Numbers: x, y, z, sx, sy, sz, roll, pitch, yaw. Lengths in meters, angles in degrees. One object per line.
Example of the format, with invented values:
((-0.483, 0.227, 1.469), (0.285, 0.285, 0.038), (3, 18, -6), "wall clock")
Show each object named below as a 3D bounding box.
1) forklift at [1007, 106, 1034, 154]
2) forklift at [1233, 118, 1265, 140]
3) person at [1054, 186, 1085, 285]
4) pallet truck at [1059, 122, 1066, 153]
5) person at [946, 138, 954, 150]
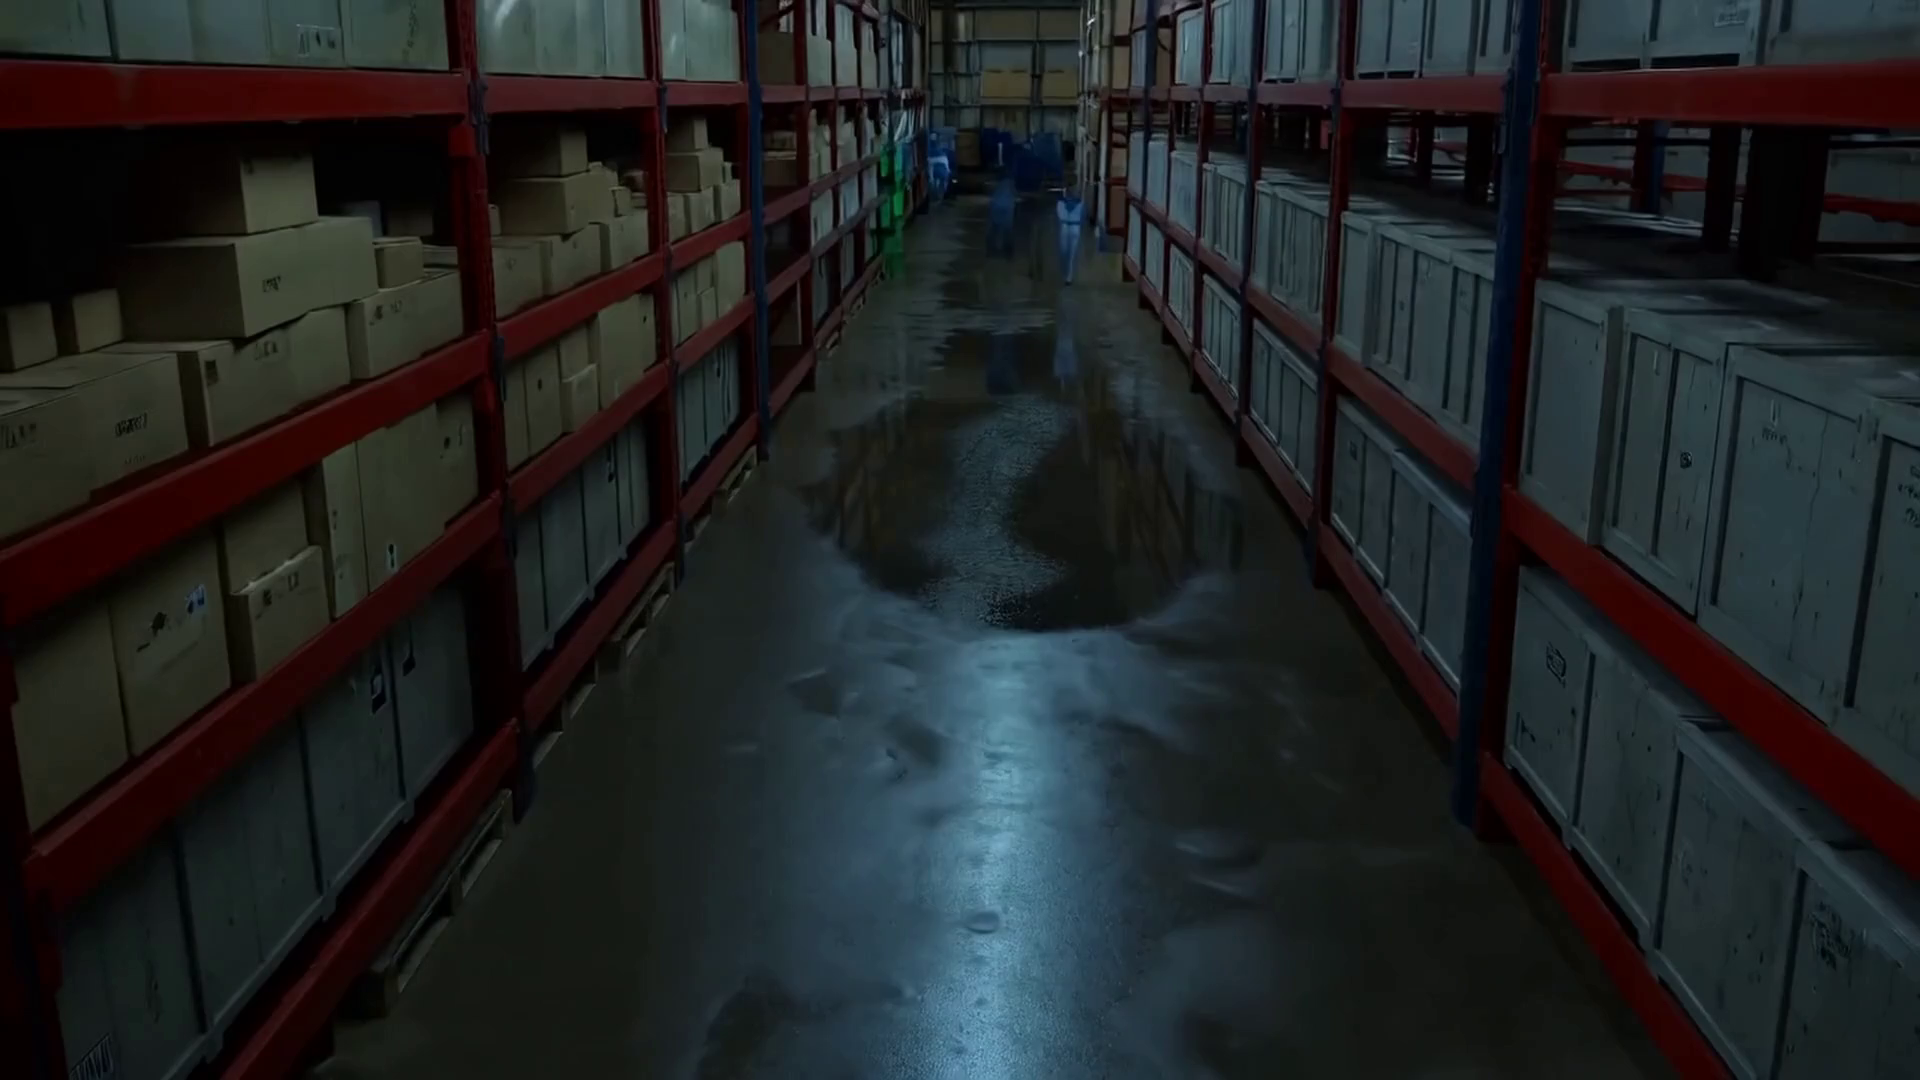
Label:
((2.808, -20.003, 82.215), (1.129, 2.768, 1.873), (-7, 17, -24), "forklift")
((7.781, -9.963, 44.860), (1.129, 2.768, 1.873), (0, 15, 2), "forklift")
((2.035, -5.652, 30.840), (0.569, 1.820, 0.536), (2, 15, 9), "person")
((5.788, -21.111, 88.014), (1.885, 1.965, 0.823), (5, 16, 18), "pallet truck")
((-0.306, -16.255, 70.673), (0.807, 1.598, 0.545), (8, 17, 28), "person")
